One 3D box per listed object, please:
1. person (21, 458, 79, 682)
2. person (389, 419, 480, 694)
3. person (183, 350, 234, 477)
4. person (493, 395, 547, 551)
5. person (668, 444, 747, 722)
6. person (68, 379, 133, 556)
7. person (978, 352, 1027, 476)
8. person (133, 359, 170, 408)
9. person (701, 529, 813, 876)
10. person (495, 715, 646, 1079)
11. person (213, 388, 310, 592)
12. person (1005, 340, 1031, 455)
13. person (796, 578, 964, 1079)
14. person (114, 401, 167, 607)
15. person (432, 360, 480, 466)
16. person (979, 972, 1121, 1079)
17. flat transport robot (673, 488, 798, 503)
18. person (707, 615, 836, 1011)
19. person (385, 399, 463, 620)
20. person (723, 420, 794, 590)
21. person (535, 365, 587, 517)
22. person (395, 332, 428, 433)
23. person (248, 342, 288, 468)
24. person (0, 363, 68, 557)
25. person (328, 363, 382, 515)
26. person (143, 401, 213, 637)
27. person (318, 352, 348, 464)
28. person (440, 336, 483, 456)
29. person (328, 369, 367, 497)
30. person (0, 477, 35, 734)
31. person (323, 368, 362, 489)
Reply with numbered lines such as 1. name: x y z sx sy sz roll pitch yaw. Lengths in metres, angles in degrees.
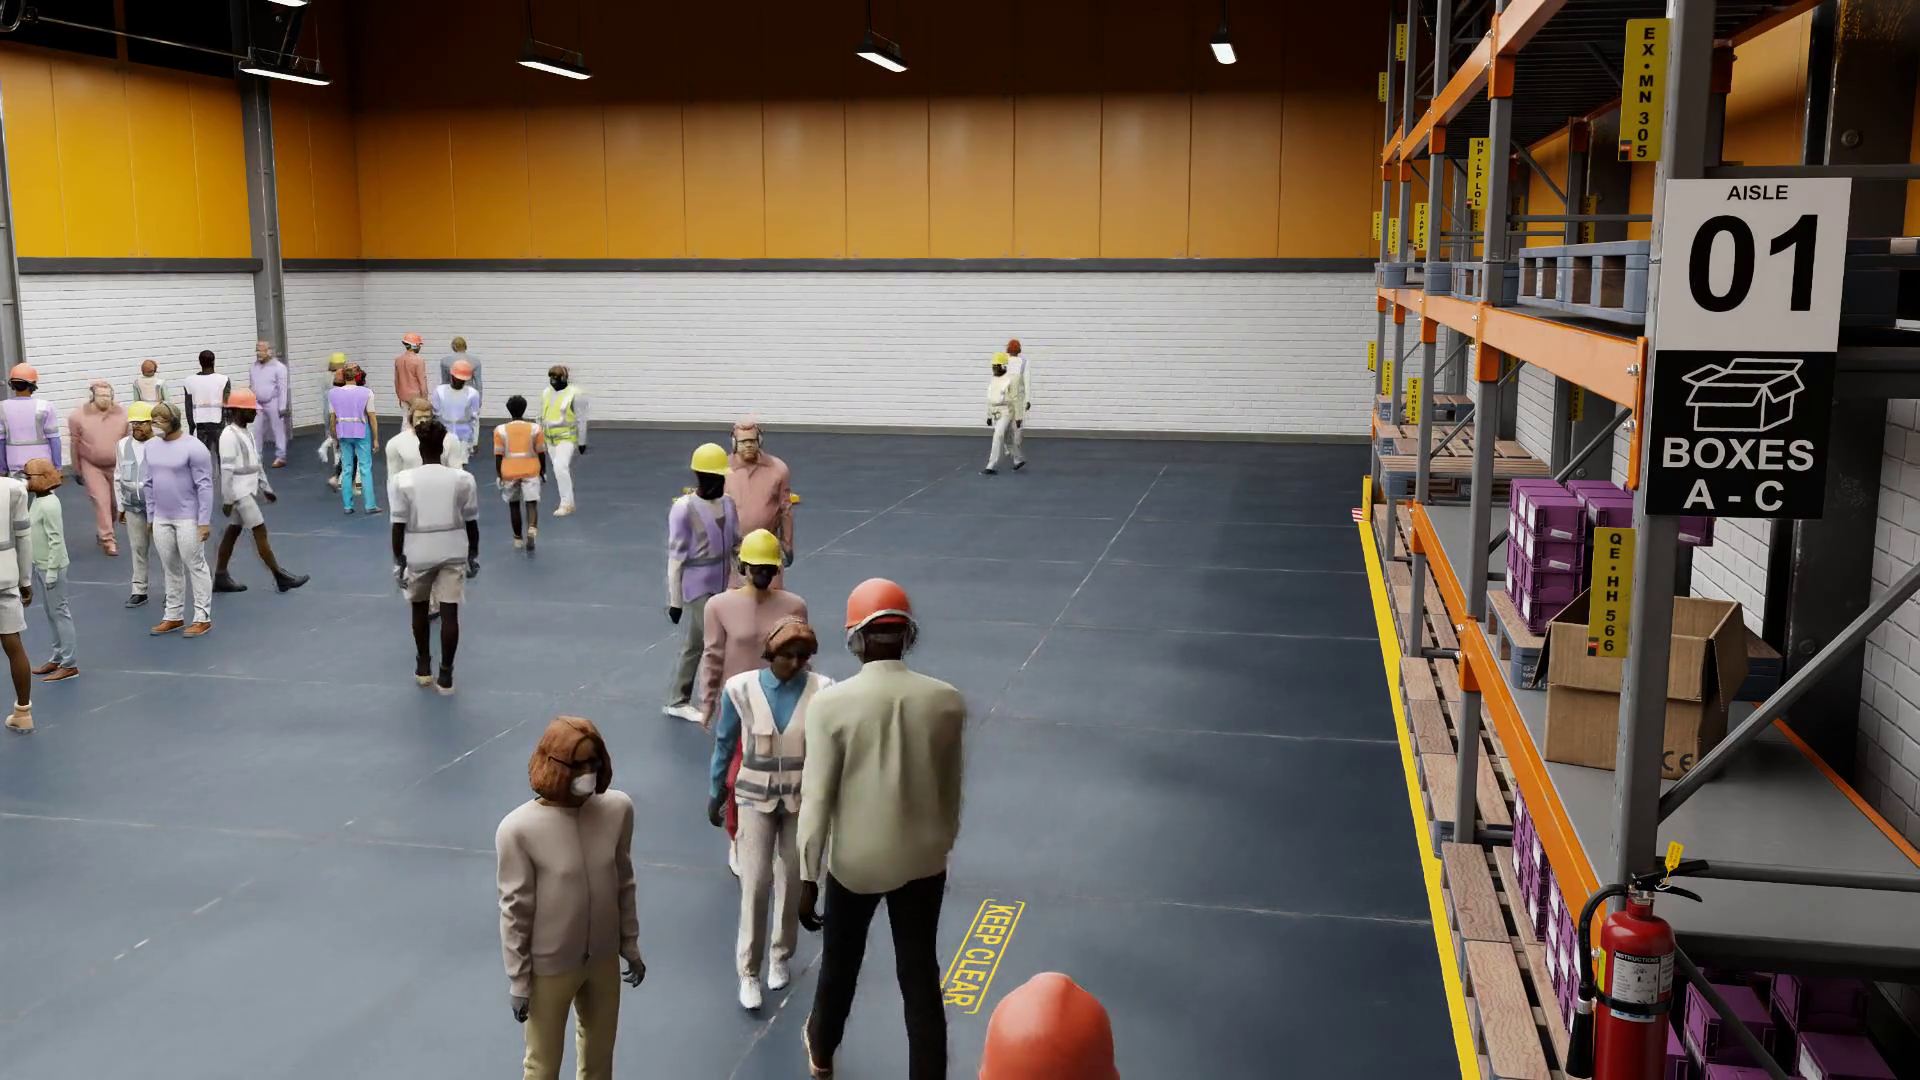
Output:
1. person: -6.671 0.211 12.156 0.280 1.636 0.502 -8 12 -39
2. person: -3.761 0.098 11.925 0.618 1.934 0.794 -4 10 -23
3. person: -9.772 -1.510 21.678 0.590 1.919 0.397 -1 9 -7
4. person: -4.607 -0.686 17.474 0.545 1.671 0.709 -3 10 -17
5. person: -1.561 0.311 10.802 0.969 1.875 0.611 4 10 25
6. person: -9.038 -0.788 17.571 0.653 1.858 0.857 -7 12 -37
7. person: 0.640 -1.833 24.057 0.936 1.781 0.599 -6 11 -34
8. person: -11.812 -1.817 24.353 0.514 1.645 0.308 -1 9 -4
9. person: -0.994 0.808 8.194 0.559 1.747 0.412 -3 10 -18
10. person: -1.227 1.353 5.292 0.289 1.633 0.498 8 13 42
11. person: -6.499 -0.448 15.336 0.953 1.889 0.562 -2 10 -10
12. person: 0.841 -2.291 26.660 0.591 1.835 0.970 1 9 7
13. person: -0.296 1.111 5.846 0.657 1.927 1.043 -4 10 -21
14. person: -7.179 -0.312 14.711 0.587 1.835 0.403 -1 9 -4
15. person: -6.092 -1.223 20.015 0.634 1.893 0.512 -3 10 -16
16. person: 0.126 1.653 2.752 0.558 1.887 1.031 0 9 3
17. flat transport robot: -2.826 -0.565 20.936 1.431 0.197 0.652 -5 11 -30
18. person: -0.751 1.108 6.803 0.564 1.609 0.604 -1 10 -8
19. person: -4.614 -0.279 14.406 0.622 1.887 1.040 -5 11 -26
20. person: -1.570 0.040 12.422 0.664 1.887 0.468 -3 10 -15
21. person: -4.873 -1.188 20.037 0.631 1.822 0.643 6 11 33
22. person: -8.383 -2.186 25.526 0.623 1.990 0.392 5 11 29
23. person: -10.300 -1.975 24.566 0.673 1.881 0.785 2 10 12
24. person: -9.376 -0.759 16.782 0.608 2.044 0.377 -2 10 -13
25. person: -7.333 -1.218 20.139 0.566 1.846 0.389 0 9 -1
26. person: -6.368 -0.168 13.554 0.628 1.933 0.377 3 10 19
27. person: -9.305 -1.940 24.852 0.490 1.729 0.550 4 10 24
28. person: -7.797 -2.231 26.067 0.647 1.910 0.732 -3 10 -19
29. person: -7.924 -1.387 21.653 0.558 1.671 0.447 5 10 26
30. person: -6.220 0.270 10.582 0.373 2.043 0.615 6 11 31
31. person: -8.312 -1.500 22.476 0.509 1.632 0.268 -3 10 -17
